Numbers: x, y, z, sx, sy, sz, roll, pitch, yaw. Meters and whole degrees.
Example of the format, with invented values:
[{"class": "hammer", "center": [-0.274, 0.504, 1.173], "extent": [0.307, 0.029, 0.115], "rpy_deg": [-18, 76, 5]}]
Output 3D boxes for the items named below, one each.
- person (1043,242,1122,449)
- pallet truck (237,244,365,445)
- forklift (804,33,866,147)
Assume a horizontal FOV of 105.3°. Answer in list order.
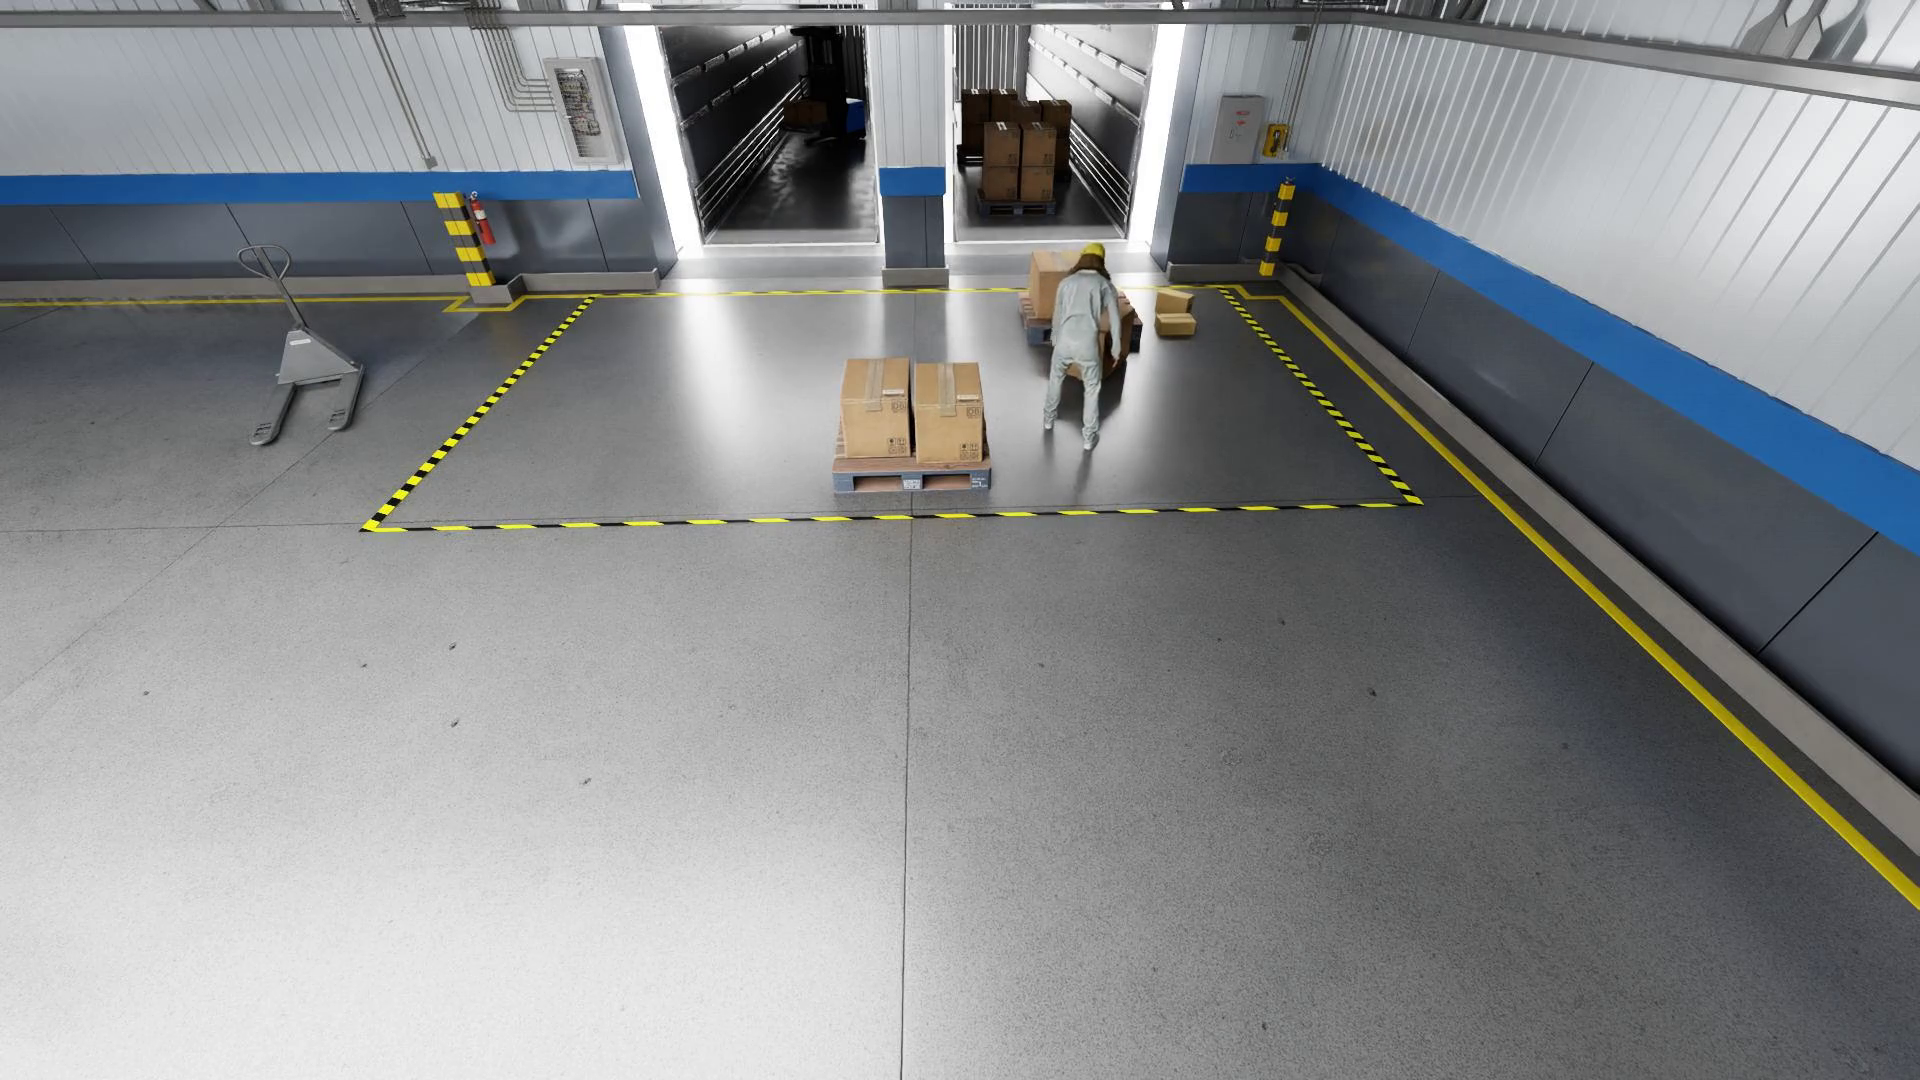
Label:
[{"class": "person", "center": [1.016, -1.570, 5.961], "extent": [0.612, 1.497, 0.718], "rpy_deg": [12, 40, 15]}, {"class": "pallet truck", "center": [-5.915, -1.733, 6.366], "extent": [0.680, 1.201, 1.601], "rpy_deg": [-18, 42, -21]}, {"class": "forklift", "center": [-2.628, -9.748, 15.821], "extent": [0.716, 2.013, 0.776], "rpy_deg": [19, 42, 23]}]
